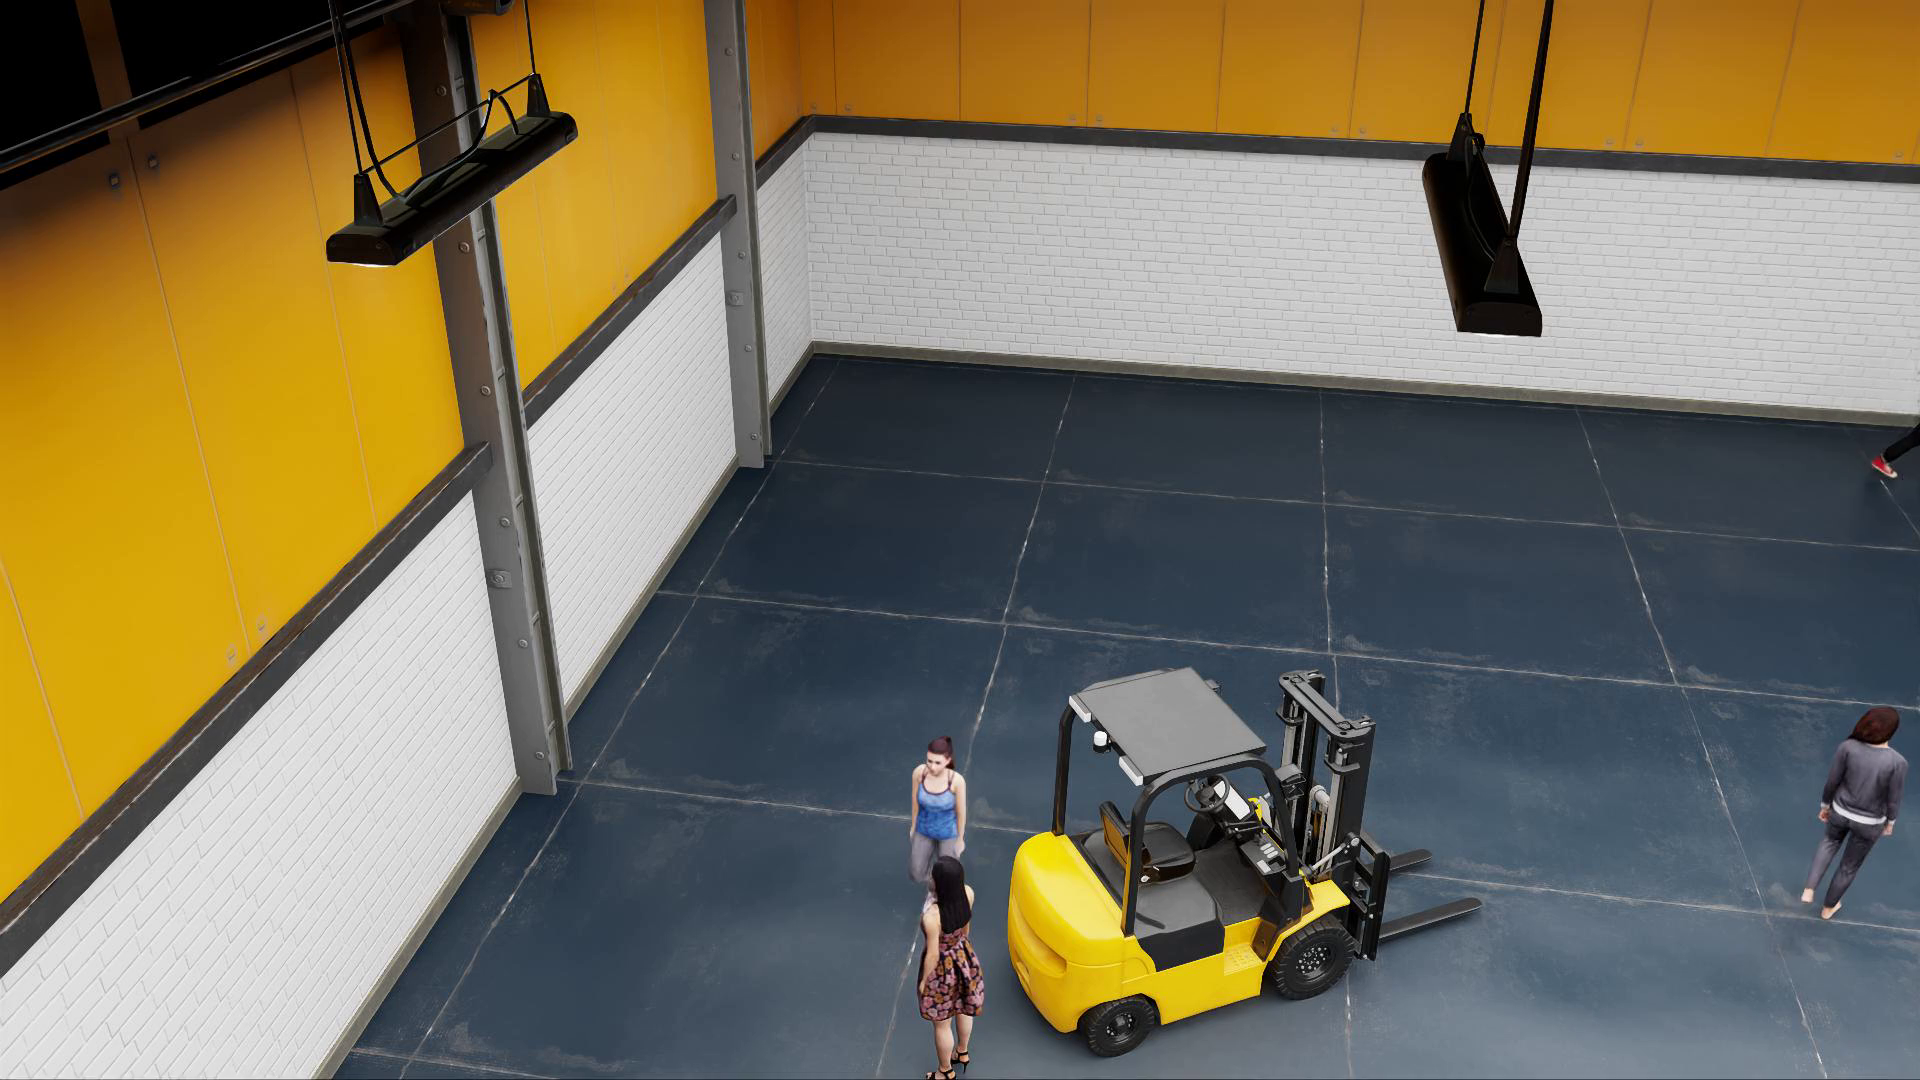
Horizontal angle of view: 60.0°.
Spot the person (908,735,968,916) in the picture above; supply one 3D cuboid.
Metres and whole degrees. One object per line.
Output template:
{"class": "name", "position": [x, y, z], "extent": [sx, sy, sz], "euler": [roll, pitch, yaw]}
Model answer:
{"class": "person", "position": [-0.125, 2.008, 11.605], "extent": [0.634, 1.599, 0.661], "euler": [11, 31, 19]}

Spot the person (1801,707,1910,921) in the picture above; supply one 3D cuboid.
{"class": "person", "position": [6.204, 1.945, 11.557], "extent": [0.836, 1.757, 0.778], "euler": [-25, 37, -38]}

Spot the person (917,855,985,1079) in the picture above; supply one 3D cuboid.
{"class": "person", "position": [-0.079, 2.650, 10.245], "extent": [0.848, 1.775, 0.764], "euler": [21, 35, 33]}
